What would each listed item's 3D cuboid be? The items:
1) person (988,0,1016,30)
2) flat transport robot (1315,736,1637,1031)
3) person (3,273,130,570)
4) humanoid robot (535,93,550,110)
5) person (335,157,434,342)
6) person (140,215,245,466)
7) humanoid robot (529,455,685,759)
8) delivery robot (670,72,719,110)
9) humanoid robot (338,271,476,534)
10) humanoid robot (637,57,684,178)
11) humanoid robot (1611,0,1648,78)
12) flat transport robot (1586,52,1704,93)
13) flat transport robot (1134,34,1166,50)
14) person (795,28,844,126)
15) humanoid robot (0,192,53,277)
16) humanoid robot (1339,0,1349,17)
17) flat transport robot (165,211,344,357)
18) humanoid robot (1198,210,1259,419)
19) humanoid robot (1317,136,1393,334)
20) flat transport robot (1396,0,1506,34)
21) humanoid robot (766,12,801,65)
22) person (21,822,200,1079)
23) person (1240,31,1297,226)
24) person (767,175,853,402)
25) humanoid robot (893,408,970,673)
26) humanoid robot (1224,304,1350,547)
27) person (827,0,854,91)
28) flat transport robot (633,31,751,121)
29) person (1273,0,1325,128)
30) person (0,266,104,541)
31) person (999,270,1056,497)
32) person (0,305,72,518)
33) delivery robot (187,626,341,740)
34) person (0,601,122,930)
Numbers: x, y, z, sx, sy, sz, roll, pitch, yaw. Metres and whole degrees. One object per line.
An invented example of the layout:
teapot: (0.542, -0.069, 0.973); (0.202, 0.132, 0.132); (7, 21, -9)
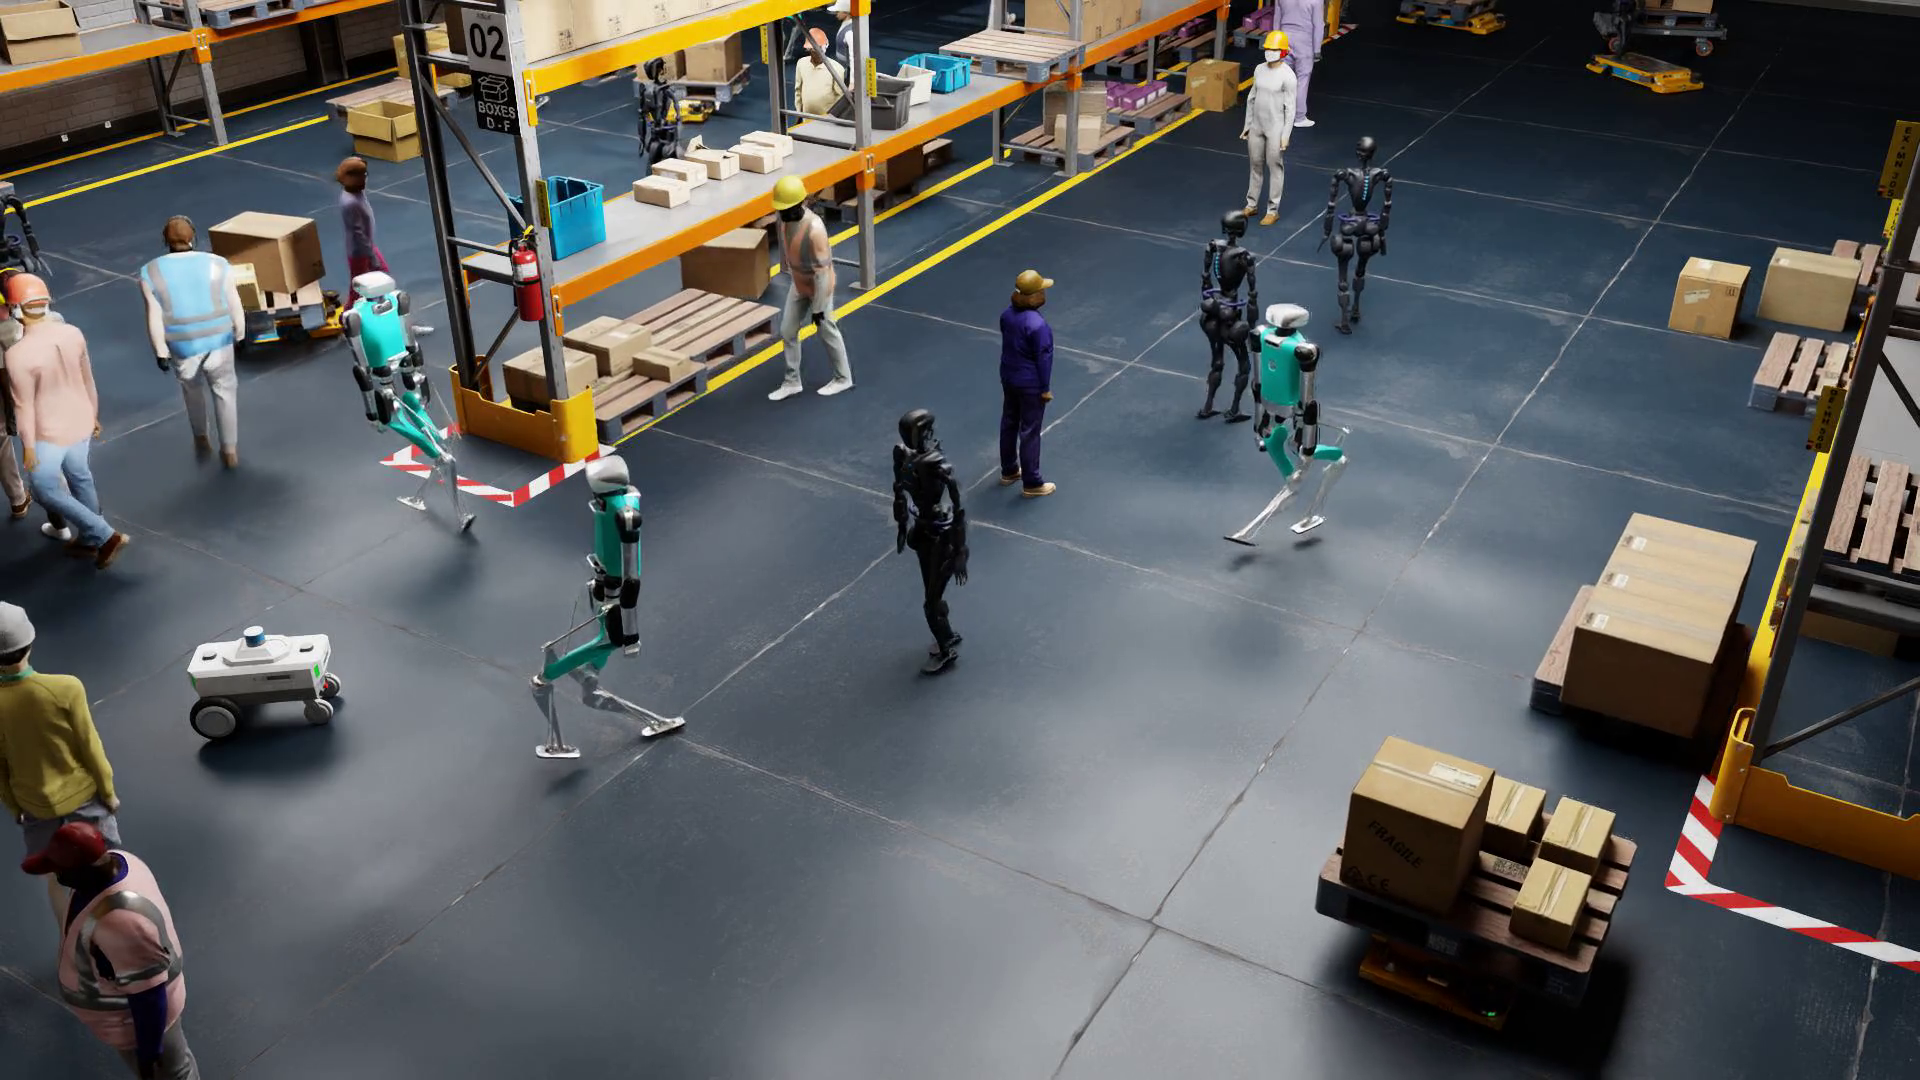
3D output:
person: (0.630, -8.232, 23.959); (0.647, 1.789, 0.957); (20, 35, 31)
flat transport robot: (2.456, 1.710, 7.917); (0.659, 0.231, 1.431); (17, 34, 27)
person: (-5.672, -0.712, 10.464); (0.612, 1.971, 0.652); (8, 30, 14)
humanoid robot: (-5.340, -5.976, 20.055); (0.549, 1.757, 1.003); (15, 33, 24)
person: (-4.903, -2.394, 13.824); (0.742, 1.592, 0.510); (-1, 30, -3)
person: (-5.477, -1.471, 11.982); (0.636, 1.808, 0.821); (-13, 32, -22)
humanoid robot: (-2.007, 0.438, 8.723); (1.029, 1.763, 0.539); (-14, 32, -23)
delivery robot: (-3.306, -5.591, 20.558); (0.782, 0.611, 0.502); (-7, 30, -13)
humanoid robot: (-3.525, -0.863, 11.008); (0.970, 1.774, 0.541); (16, 33, 26)
humanoid robot: (-2.979, -3.947, 16.494); (0.608, 1.653, 0.473); (18, 34, 29)
humanoid robot: (8.738, -6.899, 21.712); (0.601, 1.655, 0.348); (-18, 34, -29)
flat transport robot: (8.962, -6.125, 21.776); (0.659, 0.231, 1.431); (-12, 32, -20)
flat transport robot: (2.301, -6.798, 22.967); (0.659, 0.231, 1.431); (17, 33, 27)
person: (-1.460, -4.411, 17.233); (0.562, 1.752, 0.325); (12, 32, 20)
humanoid robot: (-7.764, -2.259, 13.554); (0.611, 1.625, 0.787); (-24, 37, -36)
humanoid robot: (5.641, -8.569, 24.599); (0.834, 1.759, 0.550); (22, 36, 34)
flat transport robot: (-6.022, -1.858, 14.228); (1.431, 0.231, 0.659); (-11, 31, -19)
humanoid robot: (2.023, -1.696, 12.513); (0.393, 1.658, 0.601); (-20, 35, -31)
humanoid robot: (3.348, -2.602, 14.119); (0.589, 1.647, 0.509); (-2, 30, -4)
flat transport robot: (7.258, -7.715, 24.589); (1.431, 0.231, 0.659); (23, 37, 34)
humanoid robot: (-2.400, -7.211, 22.235); (0.796, 1.802, 0.556); (-14, 32, -23)
person: (-3.134, 1.767, 6.308); (0.420, 1.750, 0.623); (-17, 34, -27)
person: (3.063, -4.096, 16.535); (0.353, 1.898, 0.562); (-25, 38, -37)
person: (-1.174, -1.920, 12.724); (0.811, 1.856, 0.619); (-21, 36, -32)
humanoid robot: (-0.139, -0.021, 9.555); (0.476, 1.632, 0.593); (-24, 38, -36)
humanoid robot: (2.192, -0.724, 10.734); (1.024, 1.733, 0.559); (-19, 34, -30)
person: (-1.228, -5.174, 18.579); (0.450, 1.755, 0.772); (-5, 30, -9)
flat transport robot: (-3.300, -5.480, 20.635); (0.659, 0.231, 1.431); (5, 30, 8)
person: (4.000, -5.848, 19.626); (0.651, 1.903, 0.405); (24, 37, 36)
person: (-6.008, -0.887, 10.904); (0.346, 1.856, 0.520); (21, 35, 32)
person: (0.468, -1.091, 11.491); (0.345, 1.623, 0.456); (-18, 34, -28)
person: (-6.404, -1.097, 11.134); (0.619, 1.990, 0.394); (-7, 30, -12)
delivery robot: (-3.917, 0.770, 9.309); (0.811, 0.613, 0.499); (-4, 30, -8)
person: (-3.976, 1.120, 7.329); (0.473, 1.883, 0.415); (-8, 31, -14)
